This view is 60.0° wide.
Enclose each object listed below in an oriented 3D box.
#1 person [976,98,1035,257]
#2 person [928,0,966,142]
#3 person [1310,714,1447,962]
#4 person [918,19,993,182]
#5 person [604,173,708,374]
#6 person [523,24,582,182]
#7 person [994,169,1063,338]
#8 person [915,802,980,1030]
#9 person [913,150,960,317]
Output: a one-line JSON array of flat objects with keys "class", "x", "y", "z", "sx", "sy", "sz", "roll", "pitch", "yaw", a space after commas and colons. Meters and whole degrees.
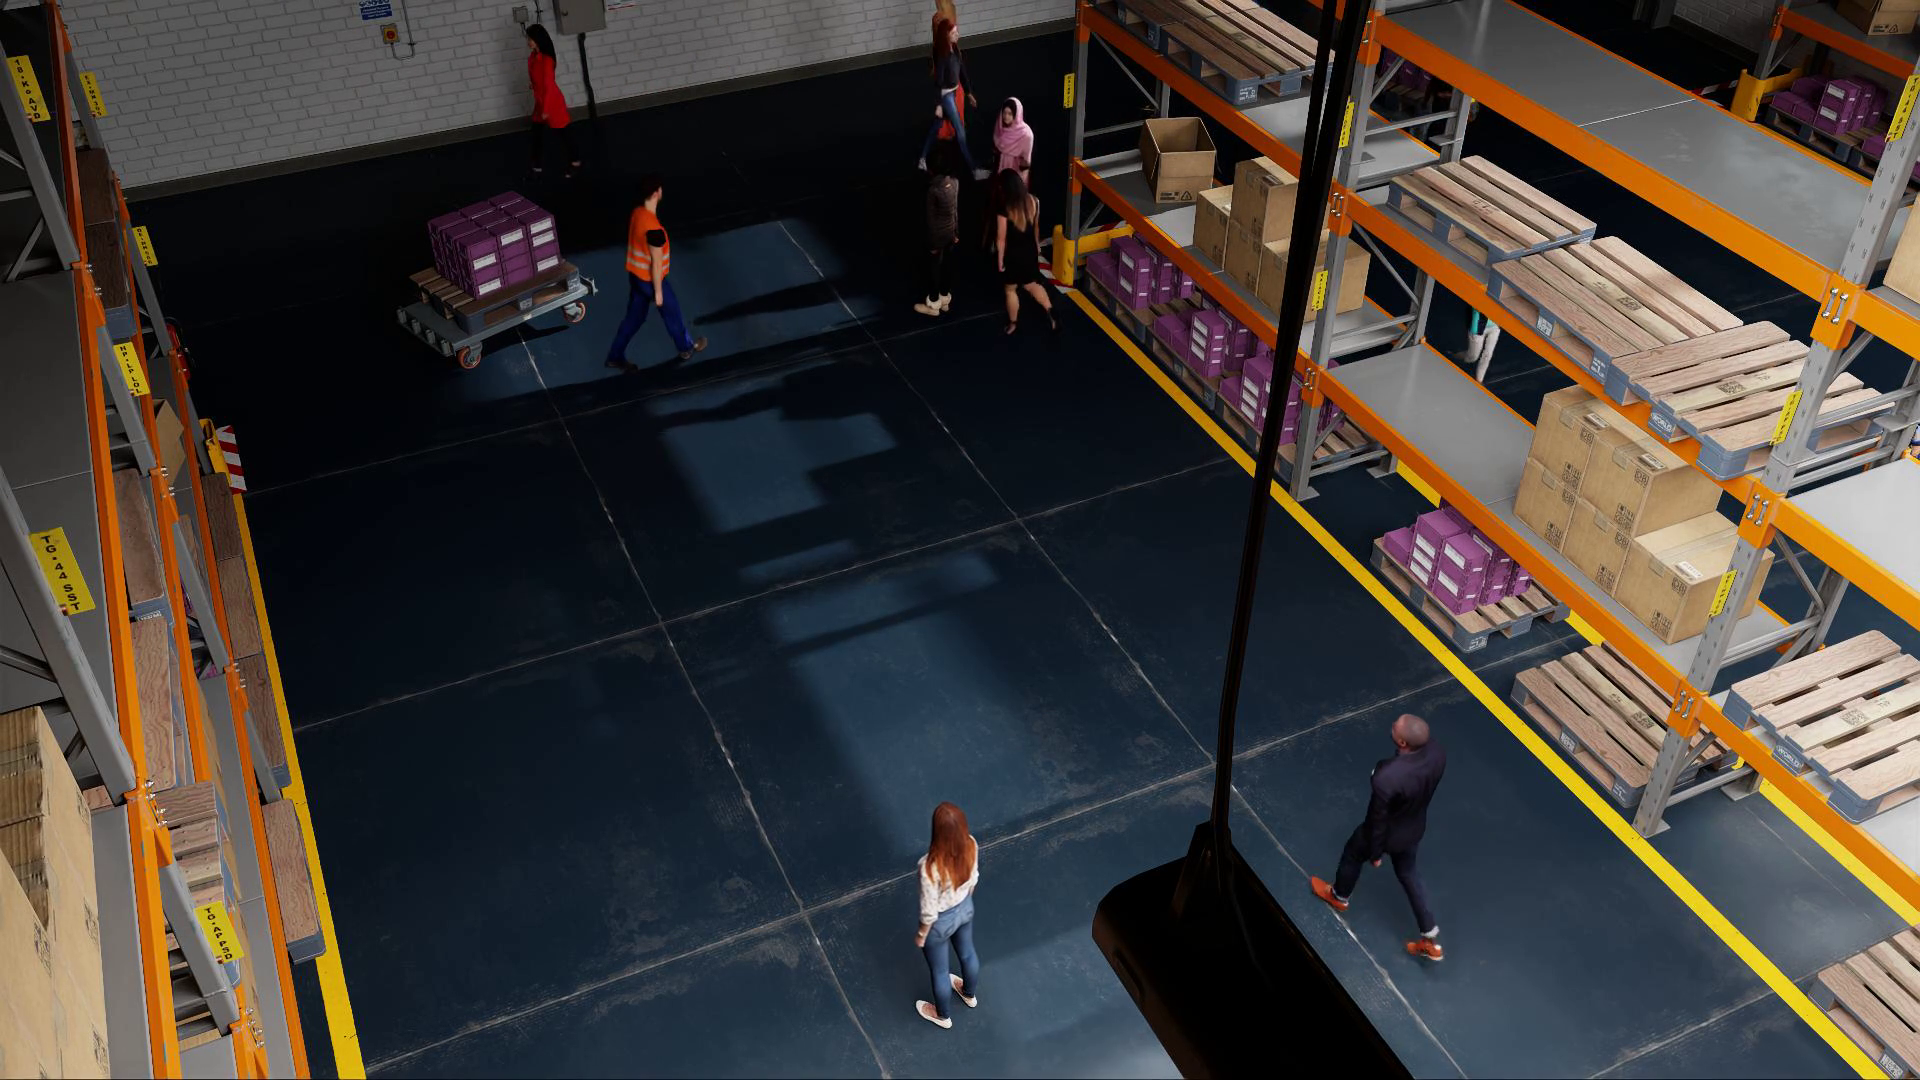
[{"class": "person", "x": 0.558, "y": -3.649, "z": 16.557, "sx": 1.107, "sy": 1.615, "sz": 1.091, "roll": 19, "pitch": 42, "yaw": 22}, {"class": "person", "x": -0.156, "y": -5.339, "z": 18.524, "sx": 0.770, "sy": 1.802, "sz": 0.730, "roll": 18, "pitch": 42, "yaw": 22}, {"class": "person", "x": 2.590, "y": 1.735, "z": 9.682, "sx": 0.783, "sy": 1.783, "sz": 1.204, "roll": -21, "pitch": 43, "yaw": -24}, {"class": "person", "x": -0.217, "y": -4.689, "z": 17.762, "sx": 1.193, "sy": 1.737, "sz": 1.105, "roll": 14, "pitch": 41, "yaw": 17}, {"class": "person", "x": -2.835, "y": -2.282, "z": 14.663, "sx": 0.936, "sy": 1.843, "sz": 1.212, "roll": -21, "pitch": 43, "yaw": -24}, {"class": "person", "x": -4.283, "y": -4.650, "z": 17.725, "sx": 0.760, "sy": 1.723, "sz": 0.858, "roll": -23, "pitch": 44, "yaw": -26}, {"class": "person", "x": 0.594, "y": -2.532, "z": 15.098, "sx": 0.829, "sy": 1.690, "sz": 1.019, "roll": -24, "pitch": 44, "yaw": -27}, {"class": "person", "x": -0.066, "y": 2.087, "z": 9.284, "sx": 0.640, "sy": 1.729, "sz": 0.602, "roll": -31, "pitch": 48, "yaw": -33}, {"class": "person", "x": -0.172, "y": -2.845, "z": 15.514, "sx": 0.679, "sy": 1.661, "sz": 0.736, "roll": -31, "pitch": 48, "yaw": -33}]
